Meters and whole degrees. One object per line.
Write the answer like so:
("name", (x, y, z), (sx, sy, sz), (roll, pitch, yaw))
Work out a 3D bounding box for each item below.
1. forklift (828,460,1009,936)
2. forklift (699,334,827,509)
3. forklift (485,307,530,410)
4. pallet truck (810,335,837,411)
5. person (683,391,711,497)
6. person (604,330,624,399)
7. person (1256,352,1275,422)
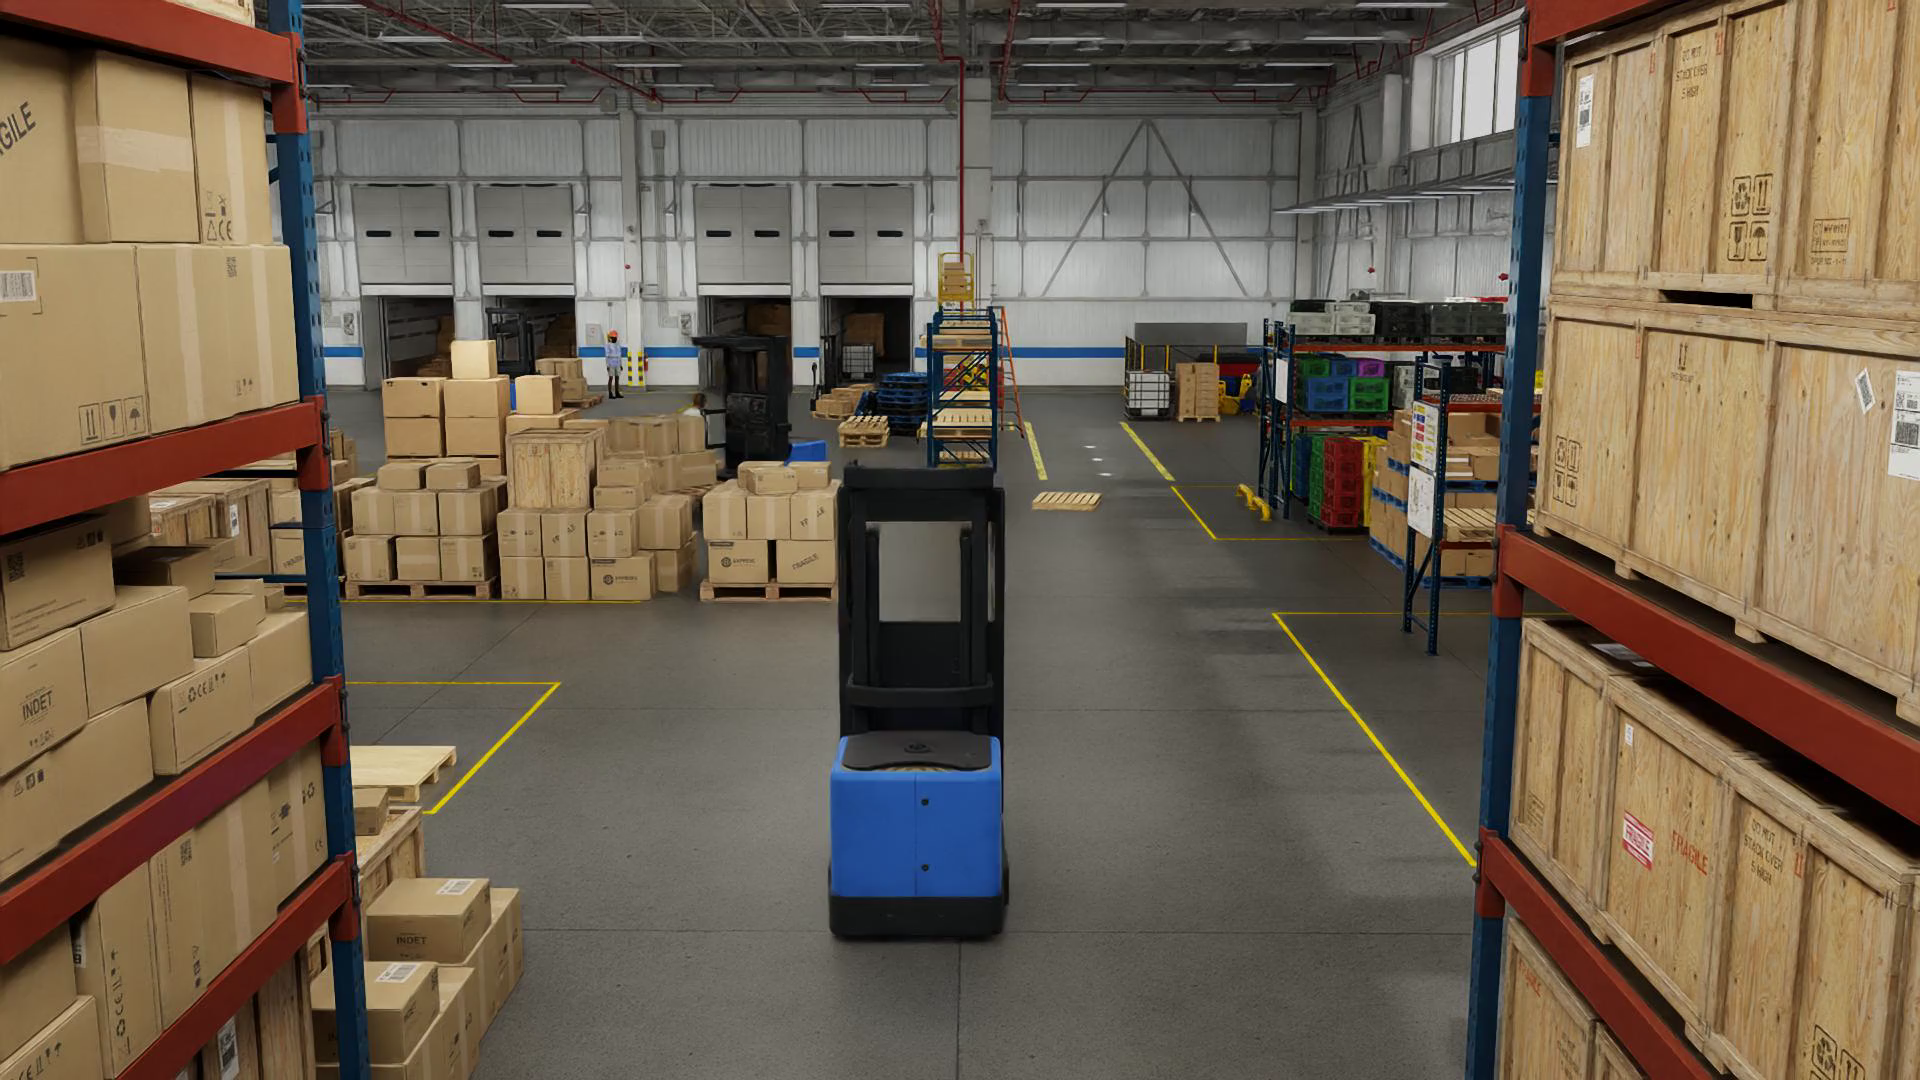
("forklift", (-0.255, 0.882, 10.612), (1.129, 2.768, 1.873), (0, 10, 1))
("forklift", (-3.126, -1.901, 26.671), (1.129, 2.768, 1.873), (9, 13, 41))
("forklift", (-10.754, -4.150, 39.646), (1.129, 2.768, 1.873), (0, 10, 1))
("pallet truck", (-3.021, -4.312, 43.126), (1.885, 1.965, 0.823), (3, 10, 17))
("person", (-4.255, -1.432, 26.738), (0.640, 1.919, 0.701), (9, 13, 41))
("person", (-9.772, -4.962, 47.050), (0.361, 1.938, 0.546), (8, 13, 40))
("person", (6.907, -3.221, 37.033), (0.631, 1.935, 0.368), (1, 10, 3))
